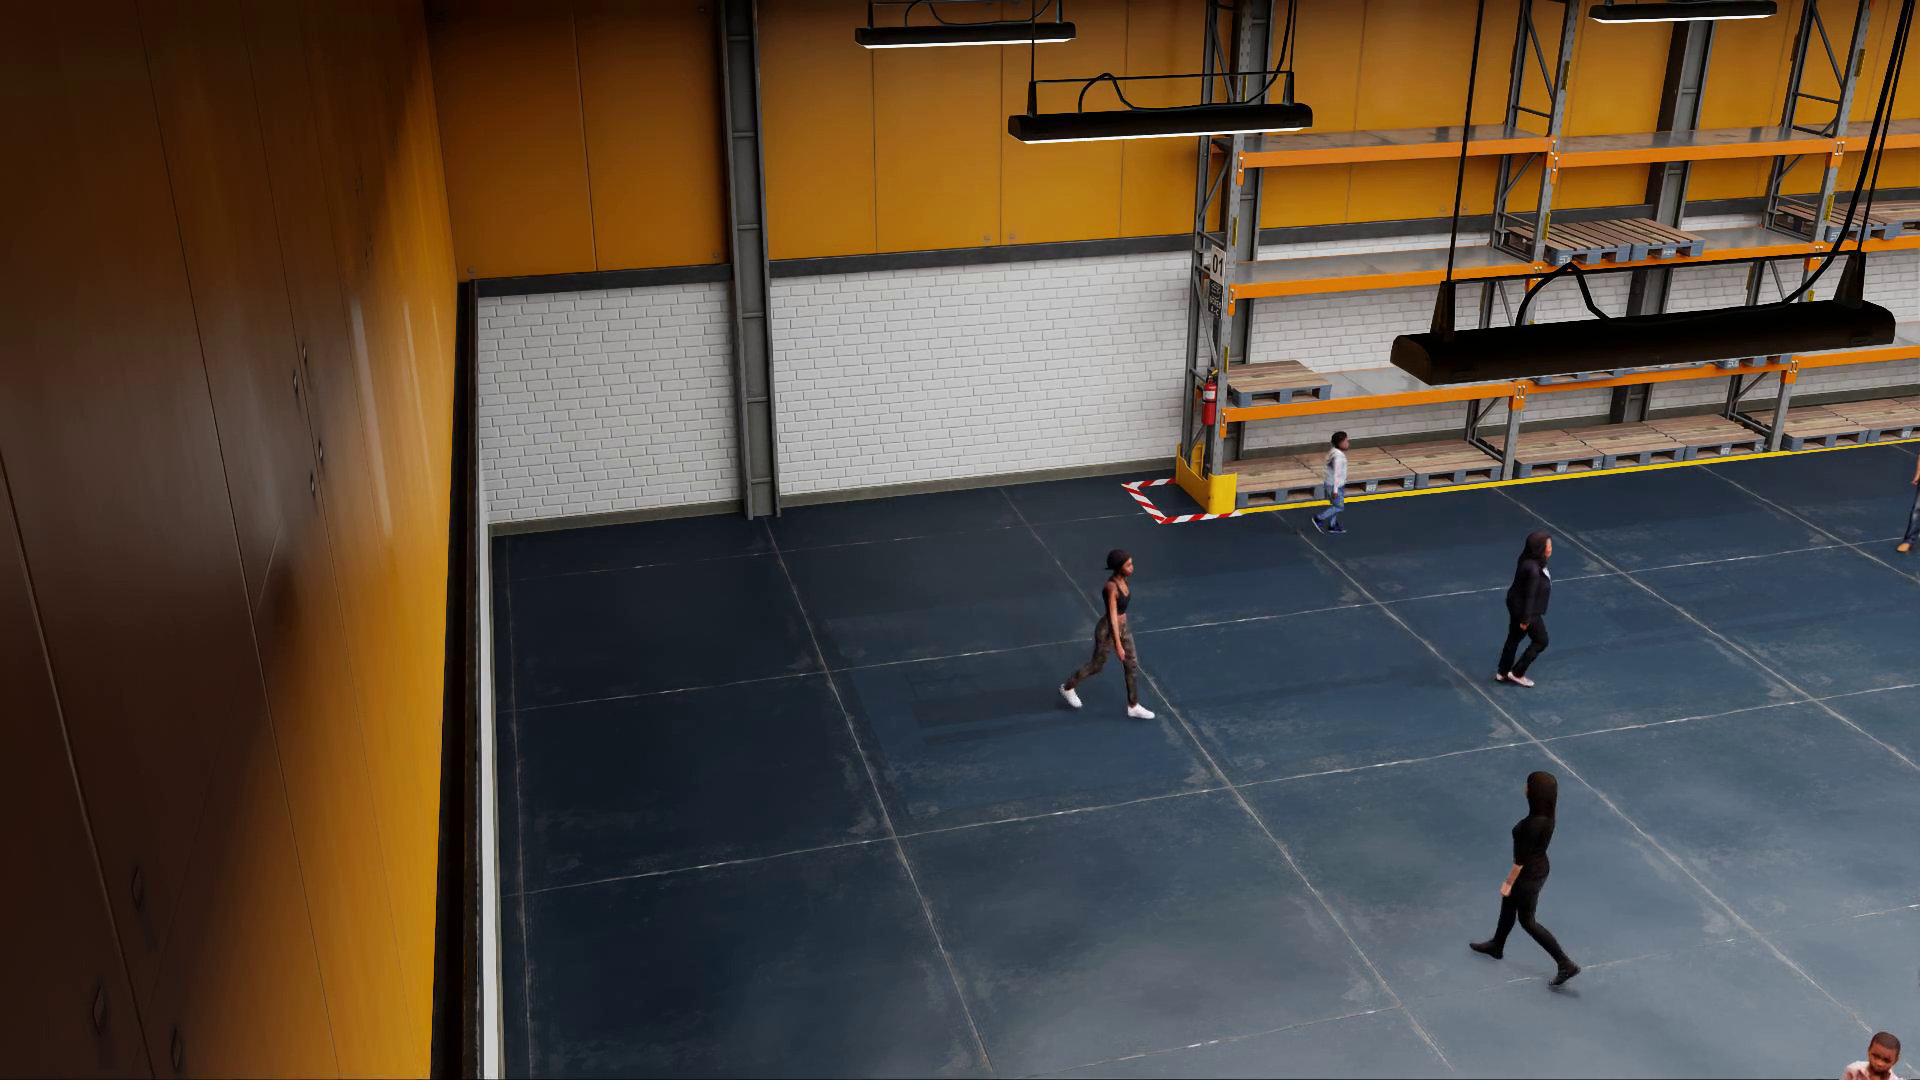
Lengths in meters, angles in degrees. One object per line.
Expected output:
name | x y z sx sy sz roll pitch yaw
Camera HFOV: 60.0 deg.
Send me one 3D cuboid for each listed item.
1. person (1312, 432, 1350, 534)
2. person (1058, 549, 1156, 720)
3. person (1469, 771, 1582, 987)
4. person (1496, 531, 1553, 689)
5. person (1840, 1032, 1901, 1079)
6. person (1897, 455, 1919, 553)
person | 4.301 -0.659 19.301 0.708 1.253 0.601 3 24 7
person | 1.318 0.875 15.284 1.168 1.660 1.081 12 26 26
person | 4.118 2.417 11.807 1.057 1.617 0.998 13 27 28
person | 5.299 0.665 15.839 0.744 1.599 0.736 1 24 3
person | 5.373 3.440 9.867 0.716 1.298 0.633 -20 30 -38
person | 11.024 -0.717 18.686 0.750 1.851 0.763 20 30 38
